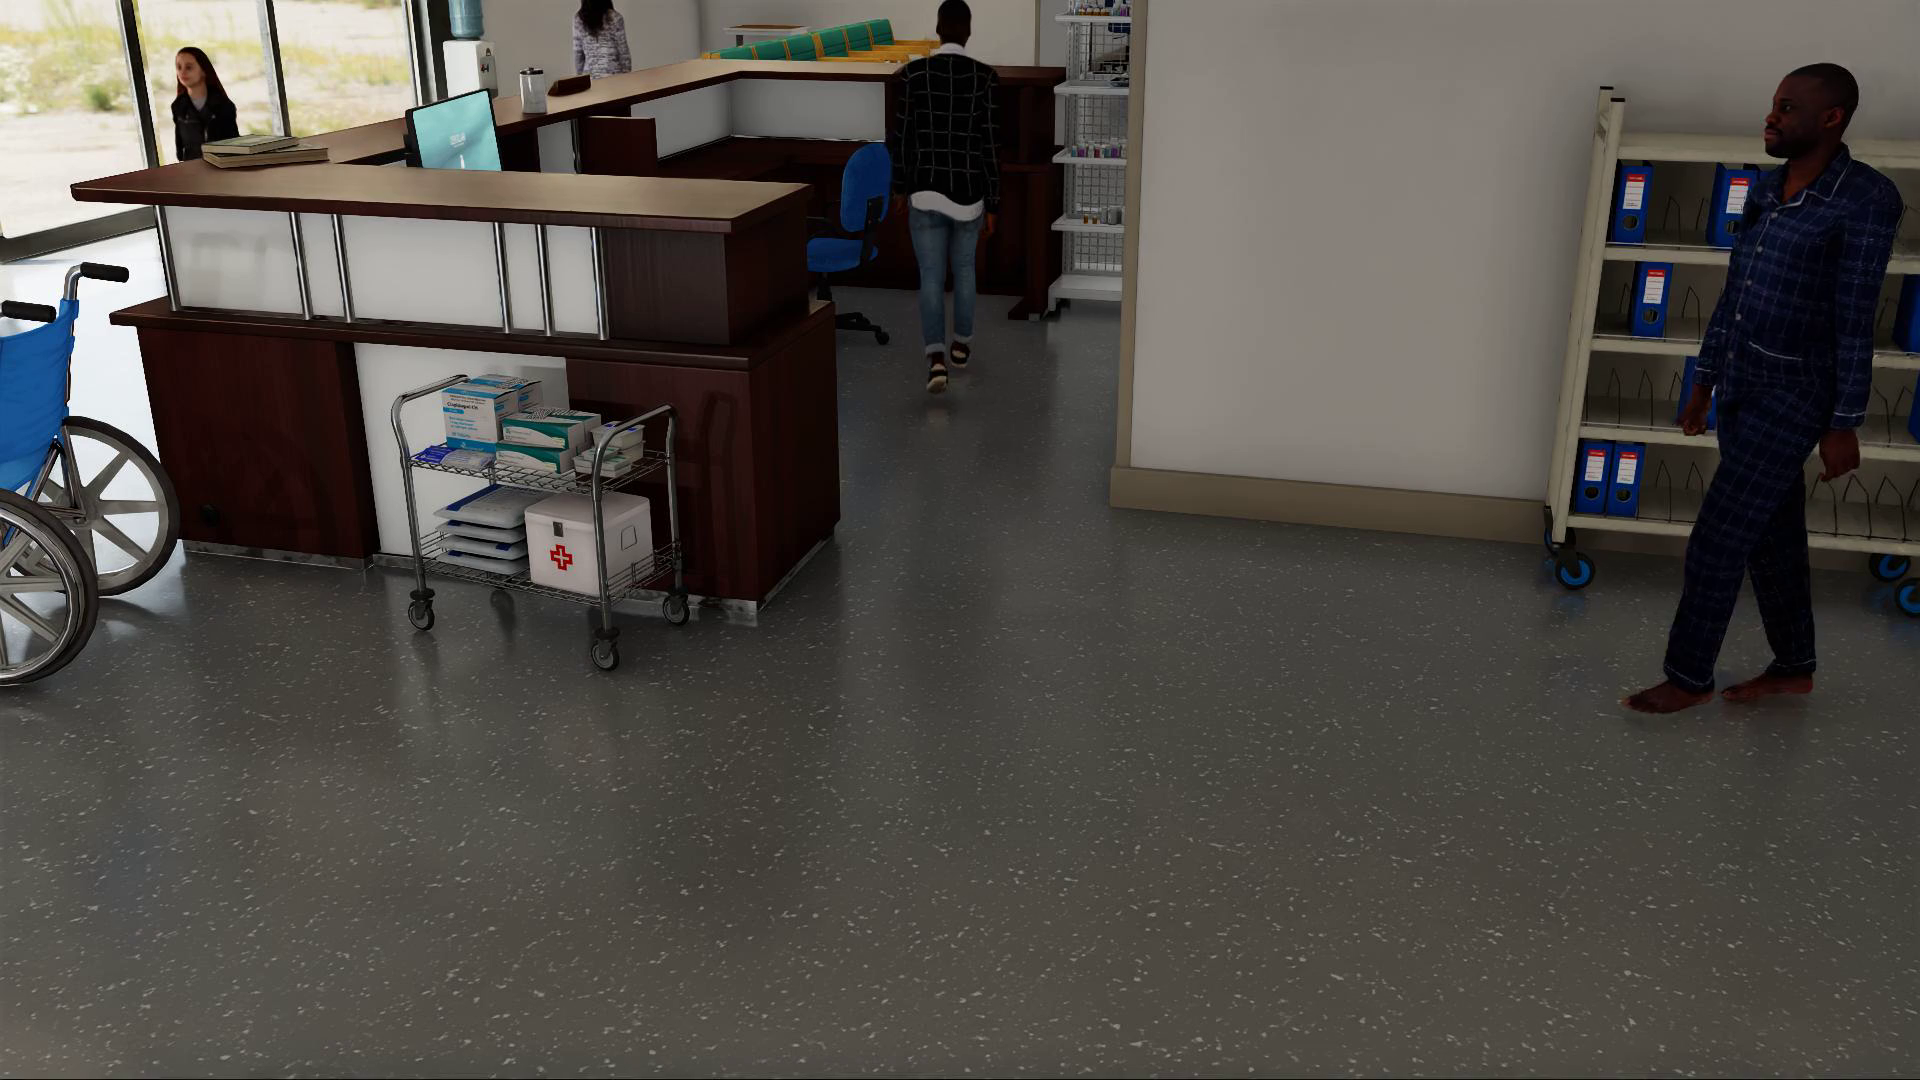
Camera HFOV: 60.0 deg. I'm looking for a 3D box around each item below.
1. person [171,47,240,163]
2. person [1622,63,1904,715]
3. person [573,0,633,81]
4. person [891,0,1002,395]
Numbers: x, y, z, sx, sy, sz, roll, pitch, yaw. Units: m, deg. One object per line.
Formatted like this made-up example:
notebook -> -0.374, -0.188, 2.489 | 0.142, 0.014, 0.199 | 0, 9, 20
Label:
person -> -4.233, -2.052, 9.518 | 0.917, 1.457, 0.746 | 1, 21, 3
person -> 2.350, -0.375, 4.601 | 0.974, 1.803, 0.866 | -2, 21, -6
person -> -2.870, -3.665, 13.387 | 0.498, 1.733, 0.693 | 3, 21, 7
person -> -0.074, -1.561, 7.761 | 1.234, 1.784, 0.985 | -1, 21, -2
